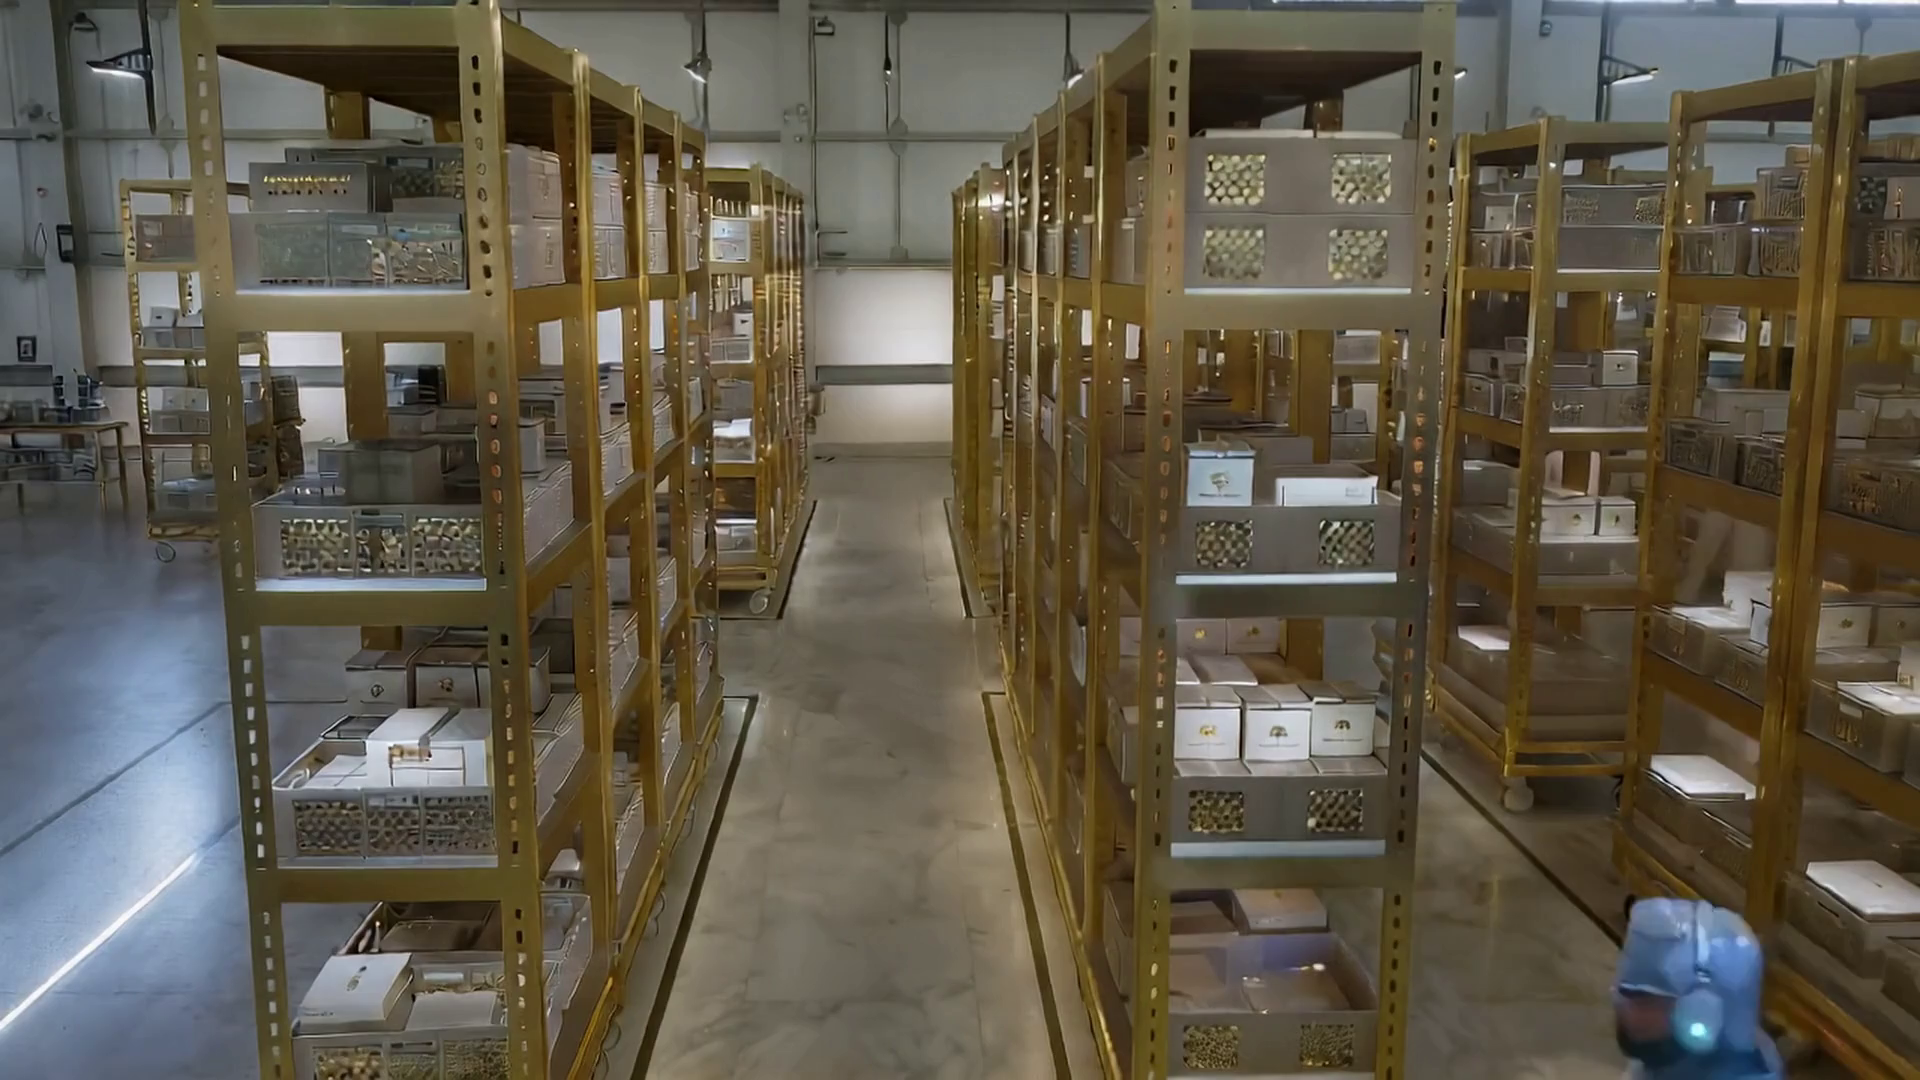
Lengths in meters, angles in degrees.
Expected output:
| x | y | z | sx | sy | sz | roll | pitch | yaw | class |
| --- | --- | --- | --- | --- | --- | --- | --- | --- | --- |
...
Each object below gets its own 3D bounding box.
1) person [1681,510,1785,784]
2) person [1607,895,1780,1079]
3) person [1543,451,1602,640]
| x | y | z | sx | sy | sz | roll | pitch | yaw | class |
| --- | --- | --- | --- | --- | --- | --- | --- | --- | --- |
| 4.270 | 0.426 | 9.012 | 0.622 | 1.958 | 0.979 | -1 | 10 | -5 | person |
| 1.302 | 1.535 | 2.904 | 0.822 | 1.883 | 0.650 | 3 | 10 | 17 | person |
| 4.420 | -0.056 | 12.062 | 0.569 | 1.840 | 0.374 | -7 | 12 | -36 | person |
